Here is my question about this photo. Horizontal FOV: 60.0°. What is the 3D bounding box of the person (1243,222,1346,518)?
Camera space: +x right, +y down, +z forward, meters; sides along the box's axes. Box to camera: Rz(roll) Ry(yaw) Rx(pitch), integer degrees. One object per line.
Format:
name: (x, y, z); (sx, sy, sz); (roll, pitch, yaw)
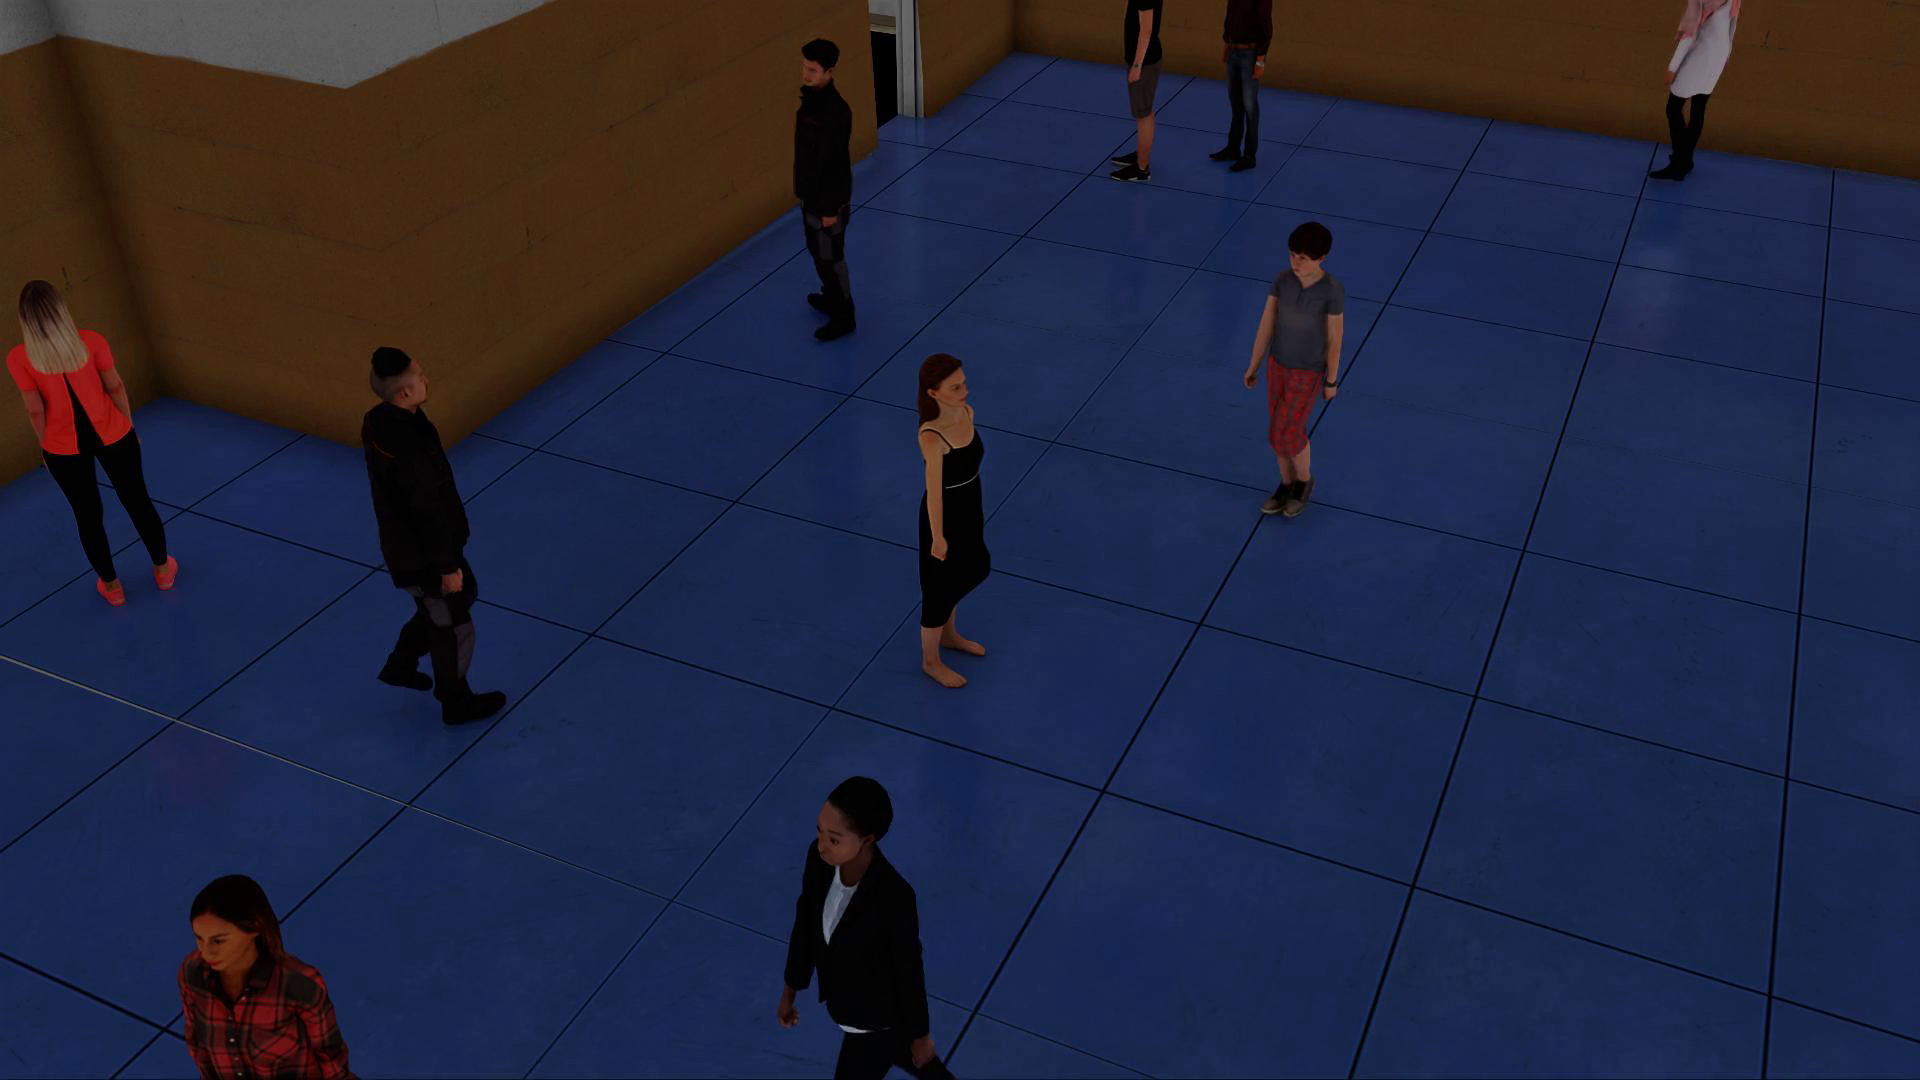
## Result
person: (1.796, -0.892, 8.645); (0.755, 1.638, 0.673); (-27, 42, -35)

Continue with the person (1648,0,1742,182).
person: (5.683, -3.633, 12.648); (0.840, 1.779, 0.868); (-6, 34, -10)

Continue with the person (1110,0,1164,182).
person: (1.399, -3.670, 12.631); (0.681, 1.861, 0.733); (6, 34, 8)

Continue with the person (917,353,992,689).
person: (-0.055, -0.104, 7.483); (0.551, 1.625, 0.559); (14, 36, 21)

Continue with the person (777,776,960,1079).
person: (-0.212, 1.409, 5.069); (1.007, 1.780, 1.162); (-25, 41, -33)

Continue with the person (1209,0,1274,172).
person: (2.213, -3.747, 12.821); (0.773, 1.778, 0.678); (-15, 37, -22)

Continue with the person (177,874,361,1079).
person: (-1.955, 1.614, 4.830); (0.585, 1.703, 0.730); (5, 34, 7)

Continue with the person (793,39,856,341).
person: (-0.835, -2.180, 10.334); (0.935, 1.924, 0.913); (-3, 34, -5)

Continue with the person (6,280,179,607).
person: (-4.163, -0.460, 7.955); (0.676, 1.694, 0.697); (-19, 38, -26)

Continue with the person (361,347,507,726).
person: (-2.361, 0.024, 7.067); (0.998, 1.851, 0.926); (-15, 36, -21)
